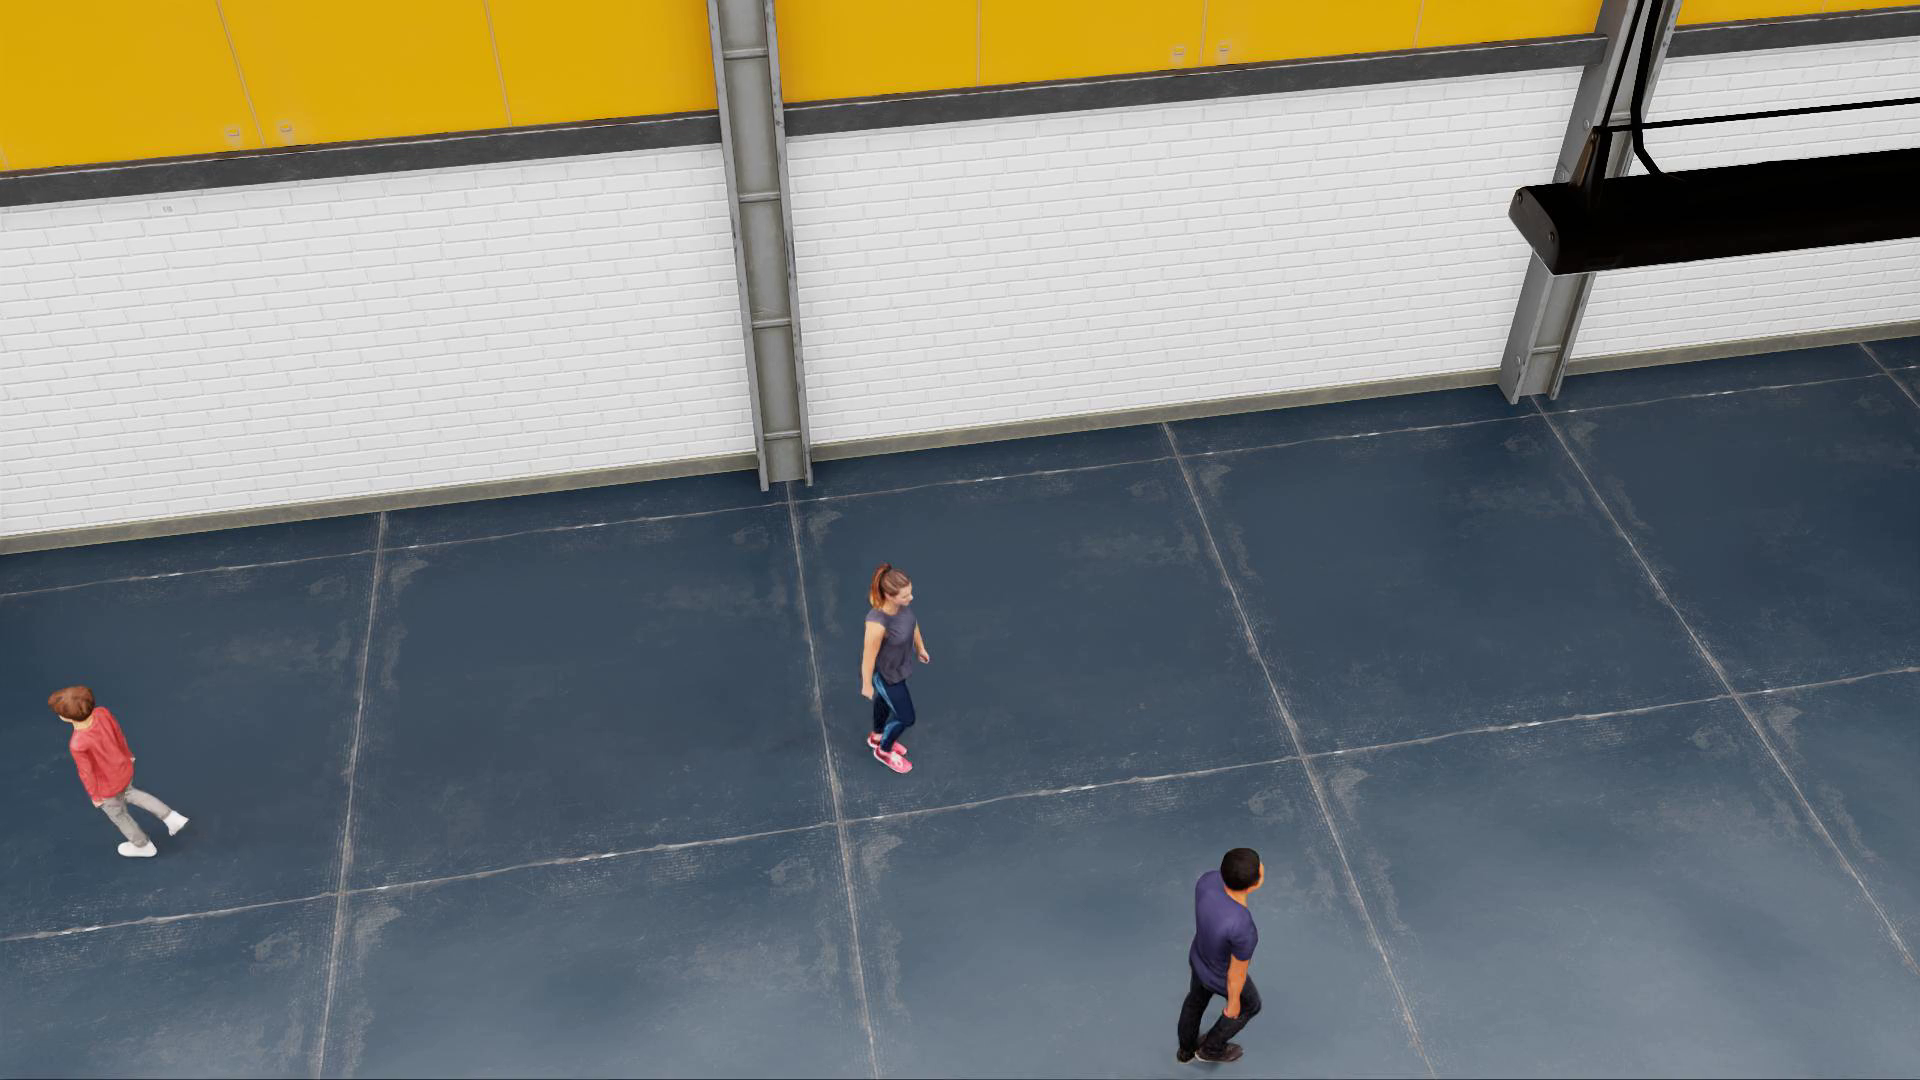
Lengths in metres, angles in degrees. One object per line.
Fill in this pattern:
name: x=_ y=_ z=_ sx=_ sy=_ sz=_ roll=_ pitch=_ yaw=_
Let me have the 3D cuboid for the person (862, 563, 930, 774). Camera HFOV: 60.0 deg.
person: x=-0.513 y=0.747 z=10.136 sx=0.773 sy=1.708 sz=0.730 roll=13 pitch=45 yaw=13

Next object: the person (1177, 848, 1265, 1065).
person: x=1.256 y=2.211 z=8.547 sx=0.688 sy=1.781 sz=0.735 roll=-17 pitch=46 yaw=-17

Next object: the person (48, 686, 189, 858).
person: x=-4.888 y=1.371 z=9.700 sx=0.722 sy=1.407 sz=0.603 roll=2 pitch=44 yaw=2
